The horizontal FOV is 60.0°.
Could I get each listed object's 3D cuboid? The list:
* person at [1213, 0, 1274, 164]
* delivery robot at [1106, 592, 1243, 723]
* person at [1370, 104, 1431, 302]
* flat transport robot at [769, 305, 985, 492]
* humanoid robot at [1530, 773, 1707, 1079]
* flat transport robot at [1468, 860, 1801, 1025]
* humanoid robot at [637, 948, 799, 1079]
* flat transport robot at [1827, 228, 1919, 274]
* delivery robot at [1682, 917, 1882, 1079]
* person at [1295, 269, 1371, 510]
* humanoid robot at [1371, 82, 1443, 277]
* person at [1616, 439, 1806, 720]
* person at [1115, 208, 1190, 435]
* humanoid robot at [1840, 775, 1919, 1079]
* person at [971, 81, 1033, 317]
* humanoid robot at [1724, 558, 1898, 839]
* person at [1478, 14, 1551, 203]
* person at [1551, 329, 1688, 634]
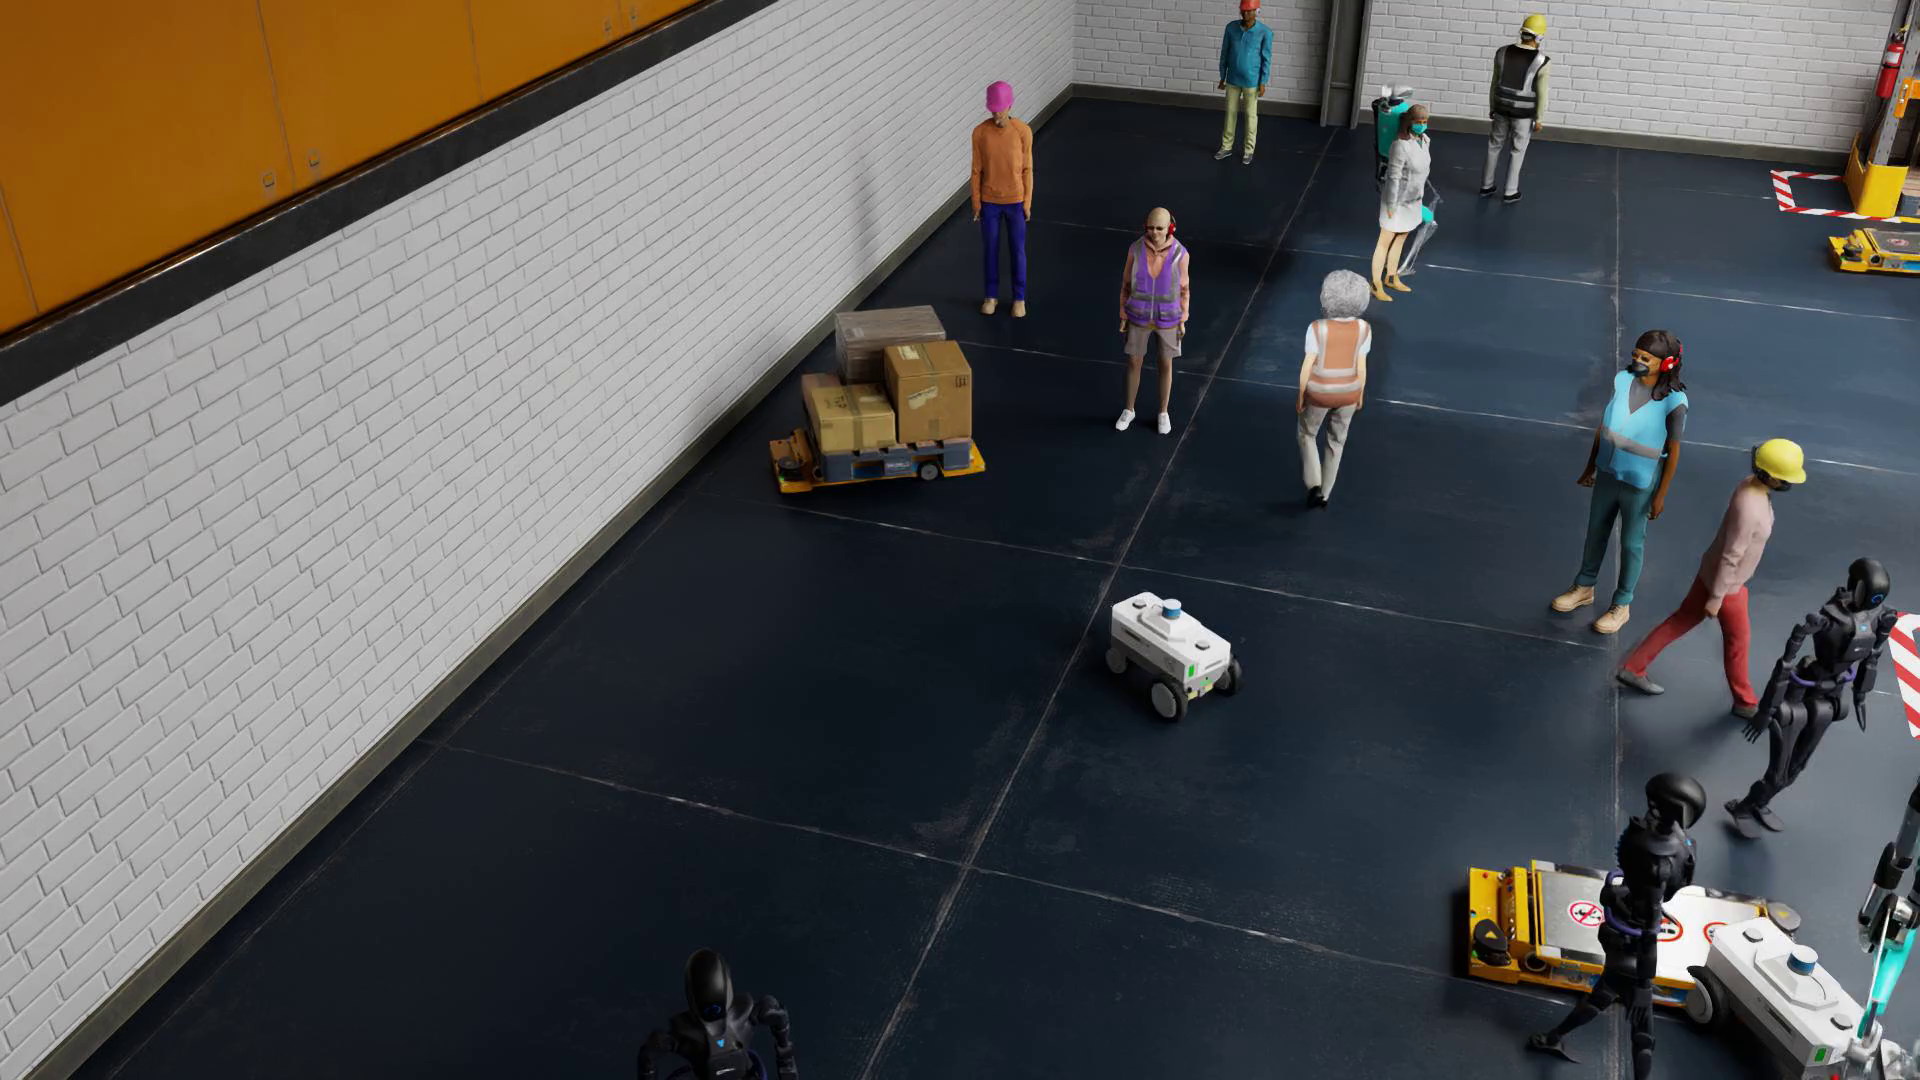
[{"bbox_3d":[2.955,-4.834,17.378,0.566,1.755,0.320,18,35,28],"label":"person"},{"bbox_3d":[1.186,0.623,9.290,0.499,0.601,0.775,-21,36,-31],"label":"delivery robot"},{"bbox_3d":[3.773,-2.868,14.128,0.488,1.660,0.343,-25,39,-36],"label":"person"},{"bbox_3d":[-0.590,-0.625,11.689,1.431,0.231,0.659,-6,31,-11],"label":"flat transport robot"},{"bbox_3d":[2.716,1.562,6.607,0.614,1.640,0.603,10,32,17],"label":"humanoid robot"},{"bbox_3d":[3.052,1.815,7.537,1.431,0.231,0.659,8,31,13],"label":"flat transport robot"},{"bbox_3d":[-0.858,1.999,5.889,0.613,1.645,0.739,-13,33,-21],"label":"humanoid robot"},{"bbox_3d":[8.662,-2.563,14.986,1.431,0.231,0.659,7,31,13],"label":"flat transport robot"},{"bbox_3d":[3.481,1.953,7.007,0.499,0.581,0.774,-9,32,-15],"label":"delivery robot"},{"bbox_3d":[2.423,-0.941,10.832,0.459,1.675,0.429,-1,30,-2],"label":"person"},{"bbox_3d":[3.918,-3.123,14.512,0.765,1.785,0.532,-12,33,-20],"label":"humanoid robot"},{"bbox_3d":[4.089,0.189,8.881,0.882,1.707,0.538,12,33,20],"label":"person"},{"bbox_3d":[1.382,-1.559,11.871,0.494,1.692,0.341,6,31,11],"label":"person"},{"bbox_3d":[3.735,1.649,6.392,0.570,1.782,0.894,17,34,26],"label":"humanoid robot"},{"bbox_3d":[0.346,-2.812,13.736,0.513,1.974,0.406,4,31,6],"label":"person"},{"bbox_3d":[4.078,0.762,7.956,0.609,1.637,0.414,-6,31,-11],"label":"humanoid robot"},{"bbox_3d":[5.445,-4.211,16.262,0.599,1.820,0.403,26,39,37],"label":"person"},{"bbox_3d":[3.865,-0.347,9.639,0.382,1.865,0.538,-19,36,-29],"label":"person"}]
